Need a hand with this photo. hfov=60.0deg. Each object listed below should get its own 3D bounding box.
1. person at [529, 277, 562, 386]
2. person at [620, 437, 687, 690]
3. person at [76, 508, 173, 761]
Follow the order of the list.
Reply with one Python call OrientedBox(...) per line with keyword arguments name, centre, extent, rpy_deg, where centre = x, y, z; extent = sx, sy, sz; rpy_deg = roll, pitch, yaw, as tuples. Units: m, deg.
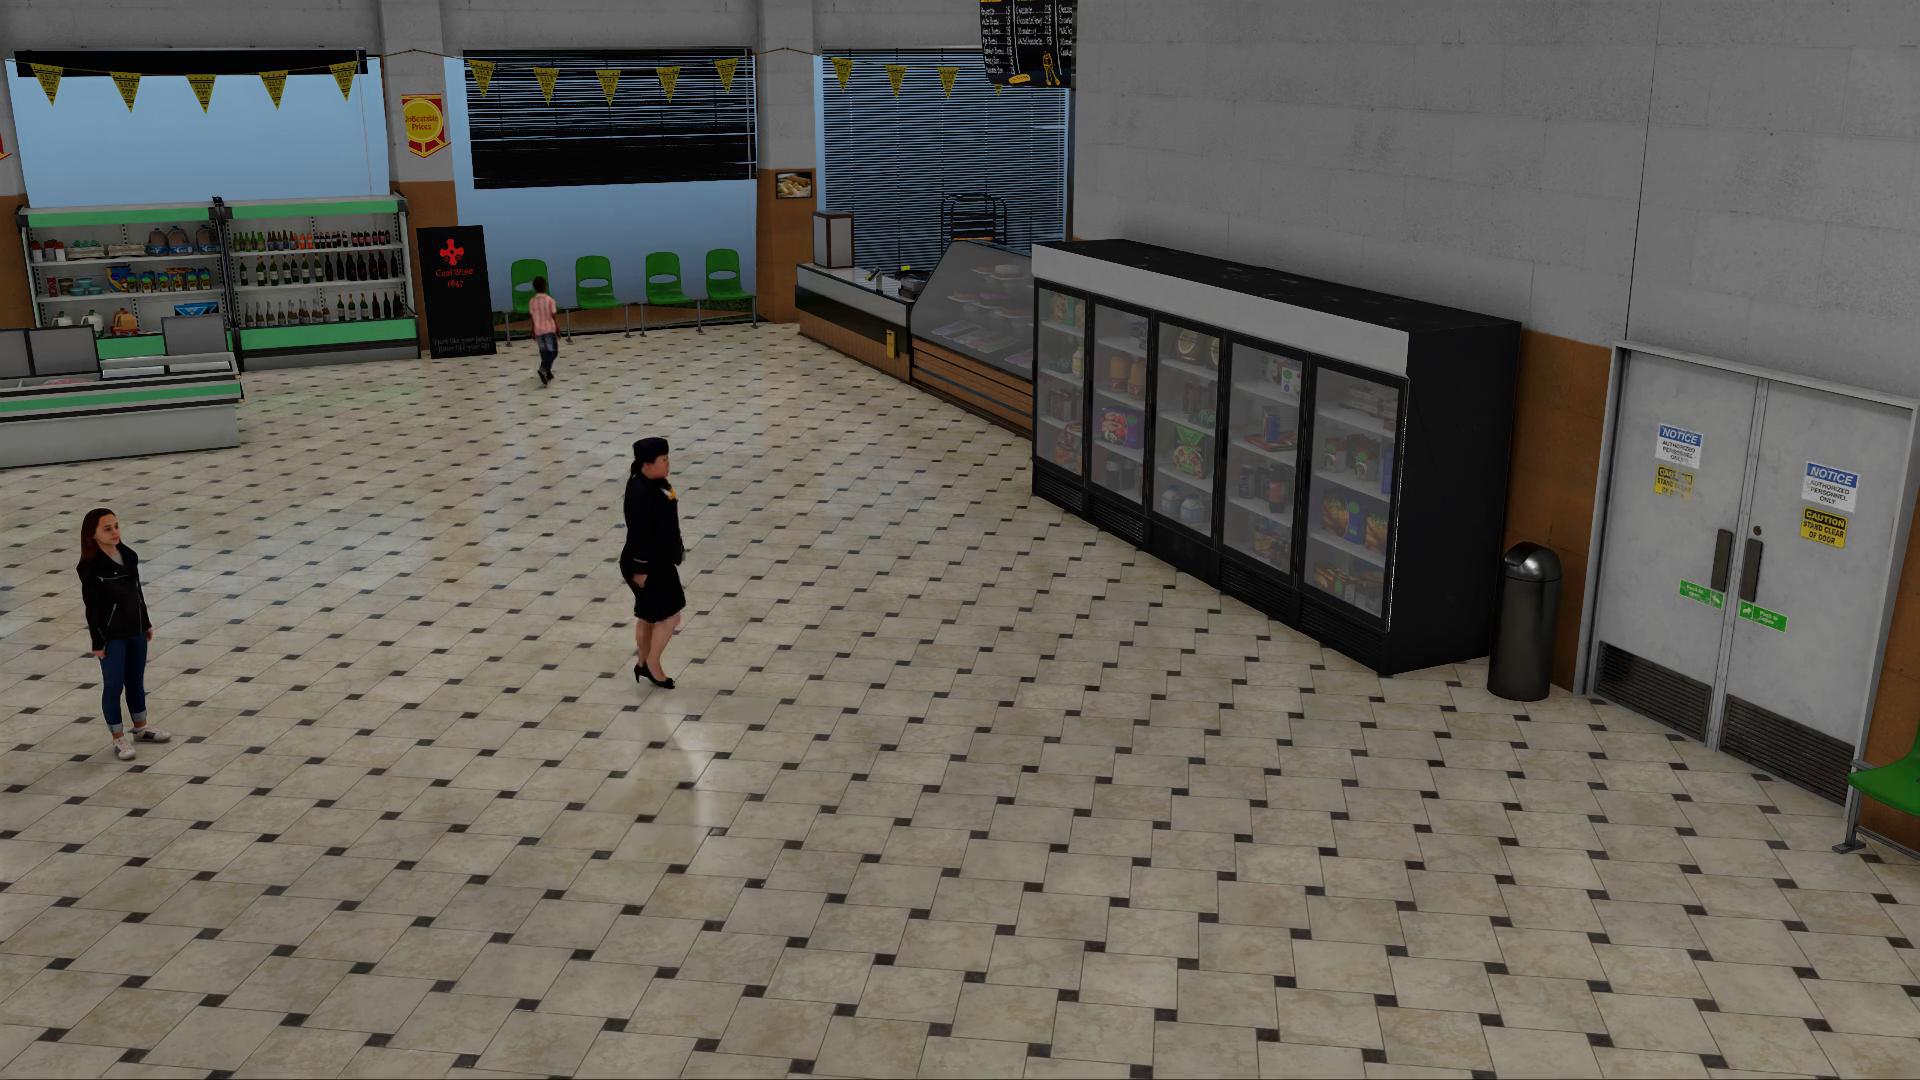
OrientedBox(name="person", centre=(-5.023, -2.513, 20.068), extent=(0.821, 1.294, 0.825), rpy_deg=(3, 17, 9))
OrientedBox(name="person", centre=(-2.050, 0.158, 10.639), extent=(0.830, 1.661, 0.823), rpy_deg=(0, 17, 1))
OrientedBox(name="person", centre=(-4.929, 0.524, 9.741), extent=(0.697, 1.483, 0.641), rpy_deg=(6, 18, 18))
